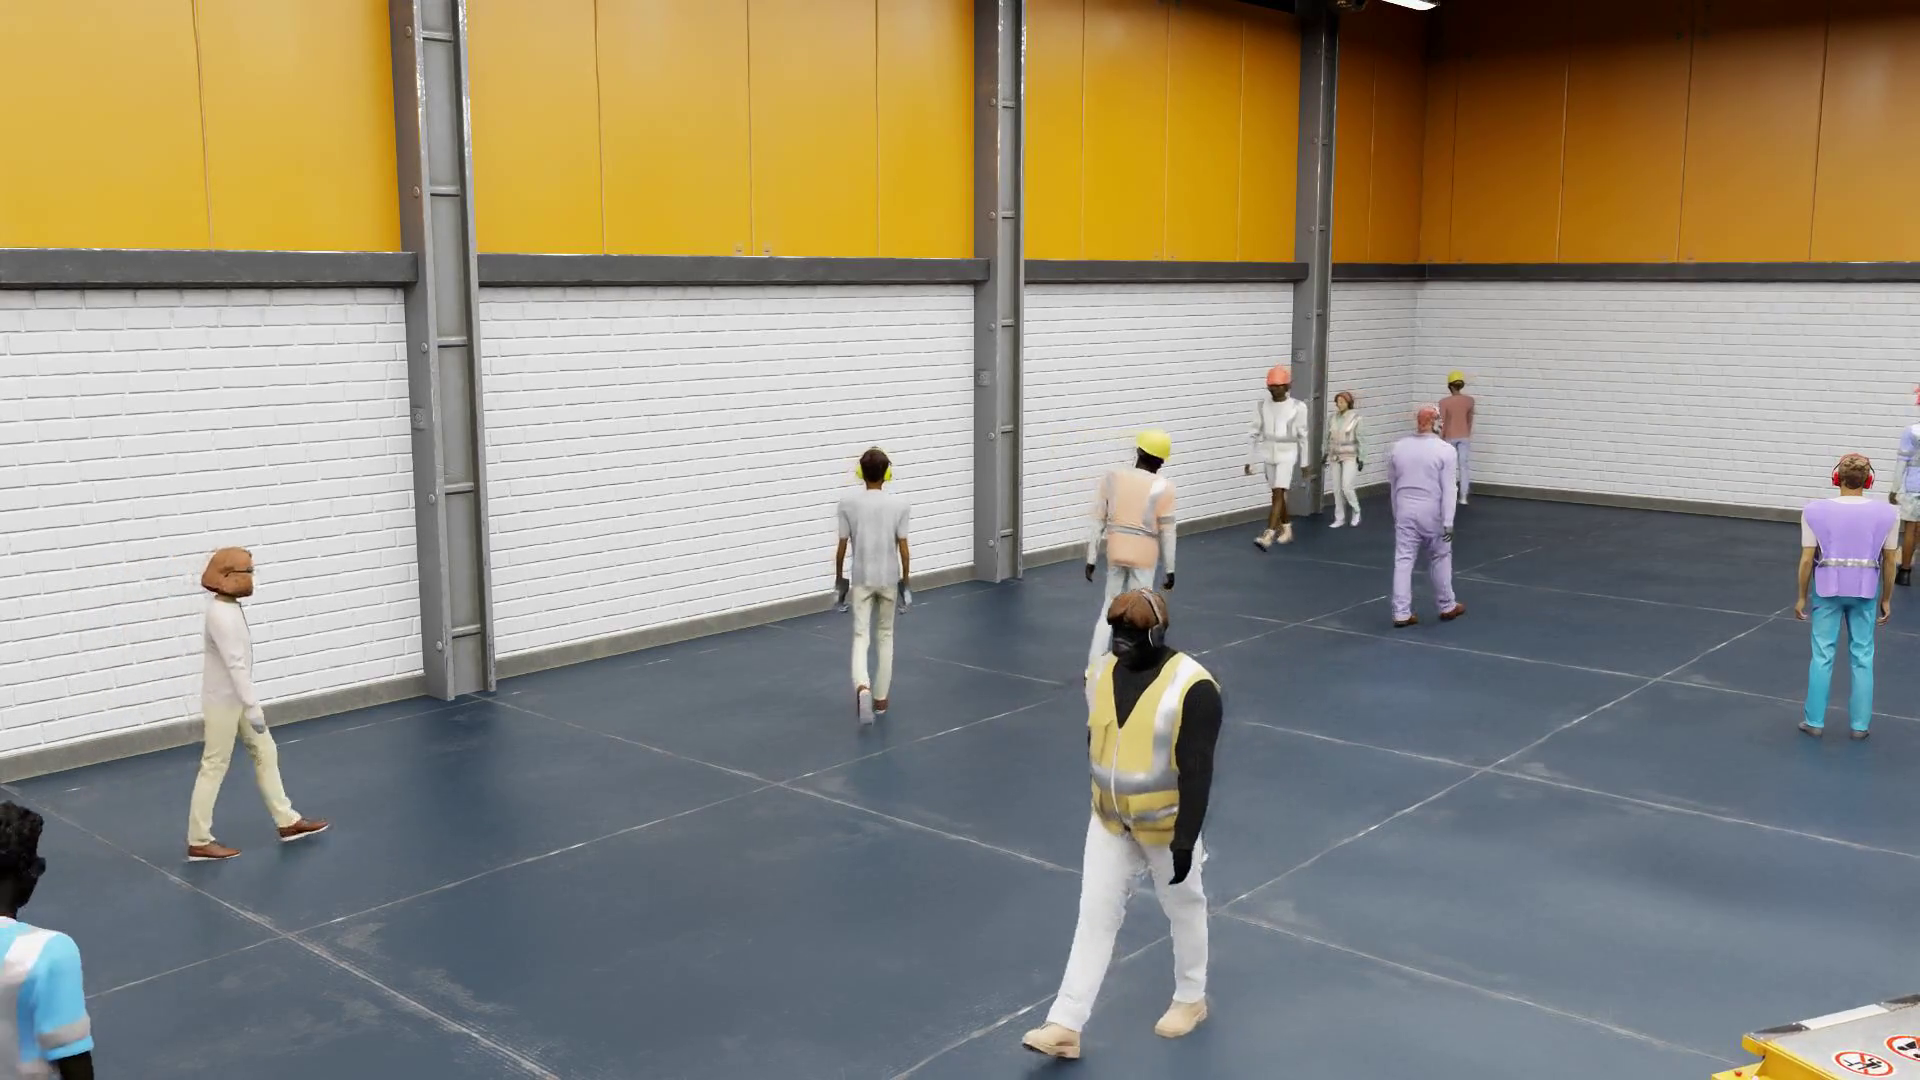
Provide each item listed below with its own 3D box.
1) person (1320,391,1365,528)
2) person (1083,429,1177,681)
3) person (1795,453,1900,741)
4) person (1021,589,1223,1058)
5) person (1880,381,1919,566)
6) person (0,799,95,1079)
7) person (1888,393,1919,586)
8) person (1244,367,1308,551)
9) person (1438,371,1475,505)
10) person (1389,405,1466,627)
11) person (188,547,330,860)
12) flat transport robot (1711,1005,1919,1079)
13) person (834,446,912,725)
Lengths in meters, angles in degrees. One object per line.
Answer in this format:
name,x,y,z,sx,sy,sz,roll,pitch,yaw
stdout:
person,4.496,-0.938,19.546,0.360,1.628,0.528,-8,12,-40
person,1.261,0.137,12.004,0.623,1.877,0.494,6,11,31
person,5.656,0.370,10.642,0.564,1.846,0.390,3,10,18
person,0.659,1.084,6.303,0.640,1.791,0.941,8,12,41
person,9.904,-0.681,16.772,0.959,2.008,0.622,7,11,37
person,-2.366,1.499,4.094,0.588,1.662,0.516,4,10,22
person,9.238,-0.512,15.925,0.558,1.929,0.379,1,9,8
person,3.431,-0.890,18.123,0.636,1.983,1.065,6,11,35
person,6.440,-1.330,21.694,0.537,1.754,0.578,-1,9,-8
person,4.020,-0.212,14.202,0.905,1.868,0.679,-9,13,-44
person,-3.622,0.830,8.522,0.782,1.601,0.530,-3,10,-20
flat transport robot,3.493,1.899,5.970,1.431,0.197,0.652,-4,10,-22
person,-0.577,0.301,11.087,0.518,1.851,0.771,0,9,-2
